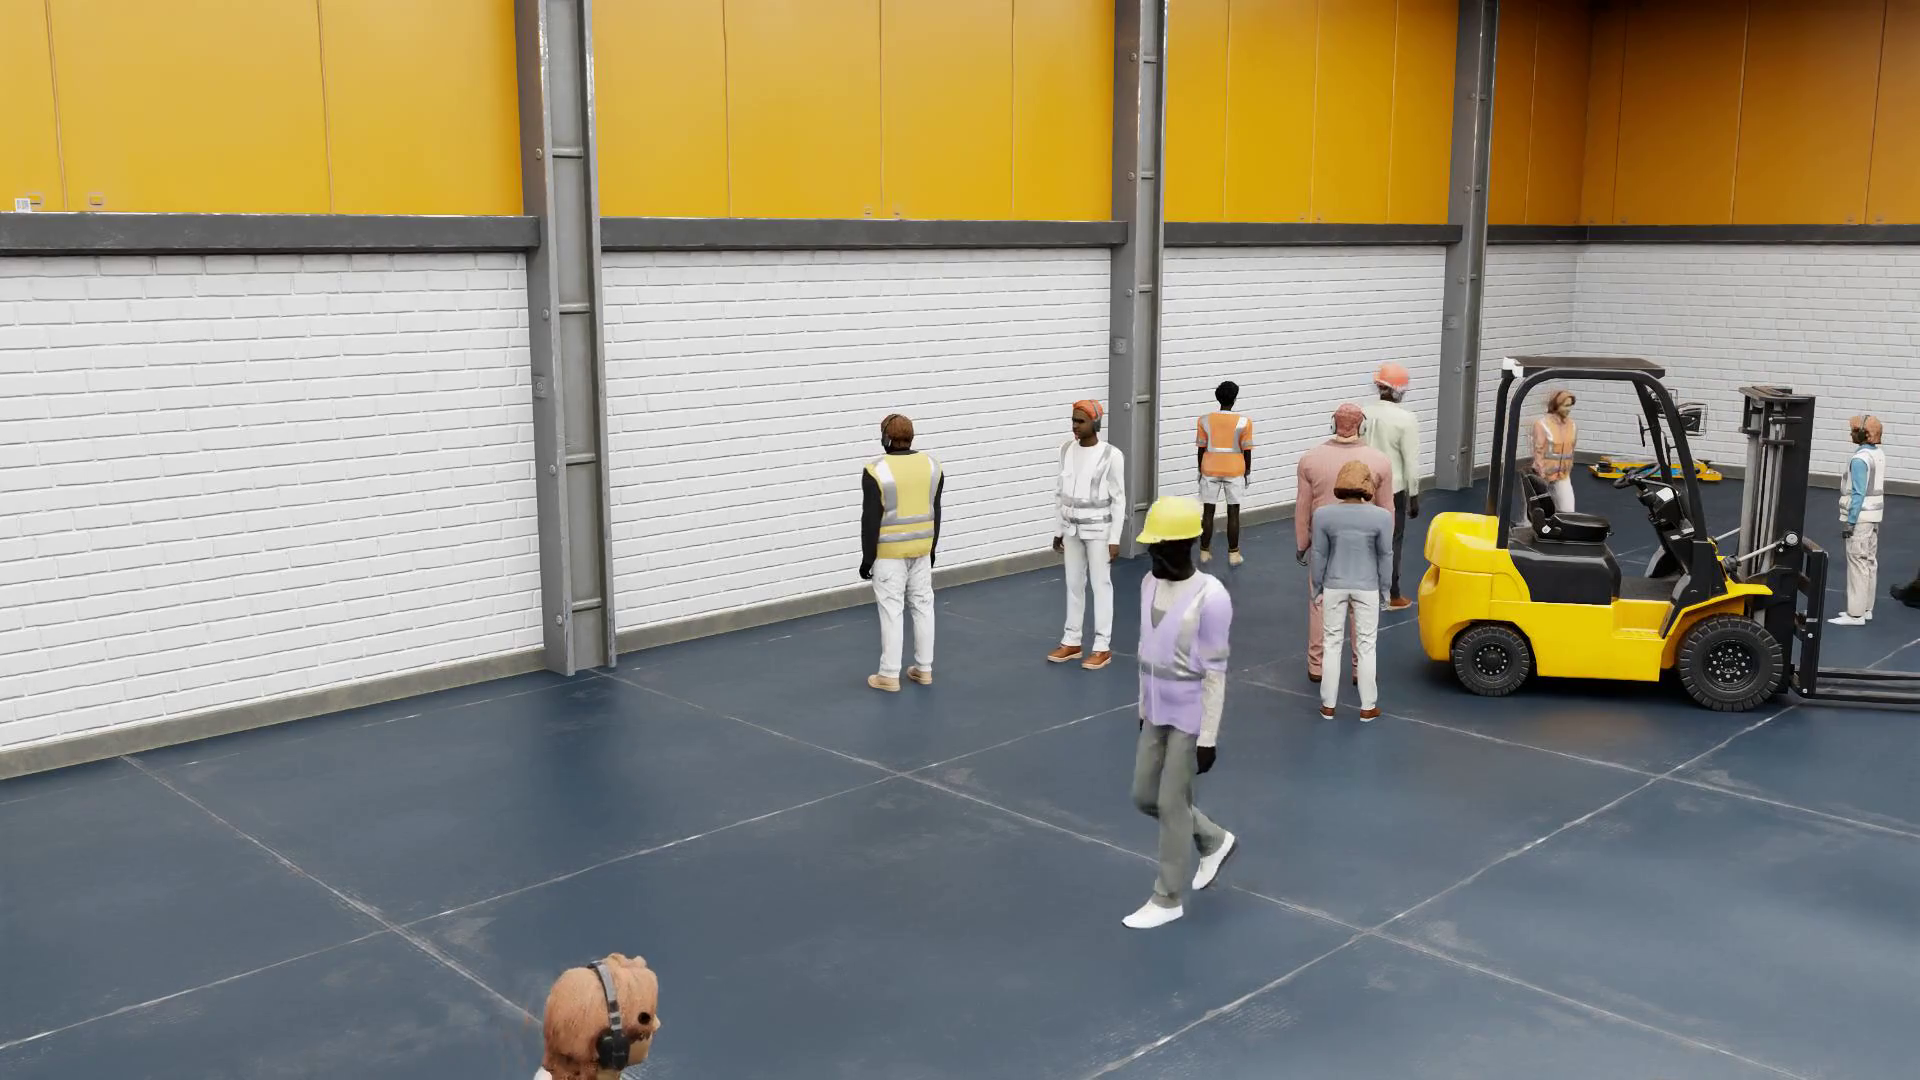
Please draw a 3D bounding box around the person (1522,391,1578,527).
[{"bbox_3d":[5.445,-0.555,15.189,0.519,1.595,0.852,-3,11,-17],"label":"person"}]

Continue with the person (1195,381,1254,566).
[{"bbox_3d":[2.413,-0.606,15.208,0.532,1.691,0.318,3,11,17],"label":"person"}]

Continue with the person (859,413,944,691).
[{"bbox_3d":[-0.406,0.081,11.047,0.619,1.845,0.430,-7,13,-35],"label":"person"}]

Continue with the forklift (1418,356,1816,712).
[{"bbox_3d":[4.276,-0.101,11.076,2.313,2.155,1.214,2,11,13],"label":"forklift"}]

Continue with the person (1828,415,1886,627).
[{"bbox_3d":[6.955,-0.149,12.850,0.311,1.638,0.521,10,14,43],"label":"person"}]

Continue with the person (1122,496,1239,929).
[{"bbox_3d":[0.987,0.743,7.263,0.573,1.910,0.587,-5,12,-27],"label":"person"}]

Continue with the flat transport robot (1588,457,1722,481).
[{"bbox_3d":[8.623,-0.897,20.666,1.431,0.197,0.652,2,11,10],"label":"flat transport robot"}]

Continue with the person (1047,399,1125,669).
[{"bbox_3d":[0.885,-0.043,11.611,0.574,1.883,0.360,10,14,43],"label":"person"}]

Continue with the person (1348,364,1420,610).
[{"bbox_3d":[3.410,-0.413,13.392,0.405,1.988,0.644,-9,14,-42],"label":"person"}]

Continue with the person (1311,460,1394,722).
[{"bbox_3d":[2.428,0.316,10.331,0.498,1.633,0.279,3,11,18],"label":"person"}]

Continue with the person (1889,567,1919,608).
[{"bbox_3d":[7.894,-0.313,13.094,0.552,1.885,1.008,-2,11,-10],"label":"person"}]

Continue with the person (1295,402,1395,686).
[{"bbox_3d":[2.582,0.026,11.173,0.654,1.904,0.406,4,11,20],"label":"person"}]

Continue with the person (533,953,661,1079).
[{"bbox_3d":[-0.758,1.607,3.361,0.808,1.606,0.523,-7,12,-33],"label":"person"}]
